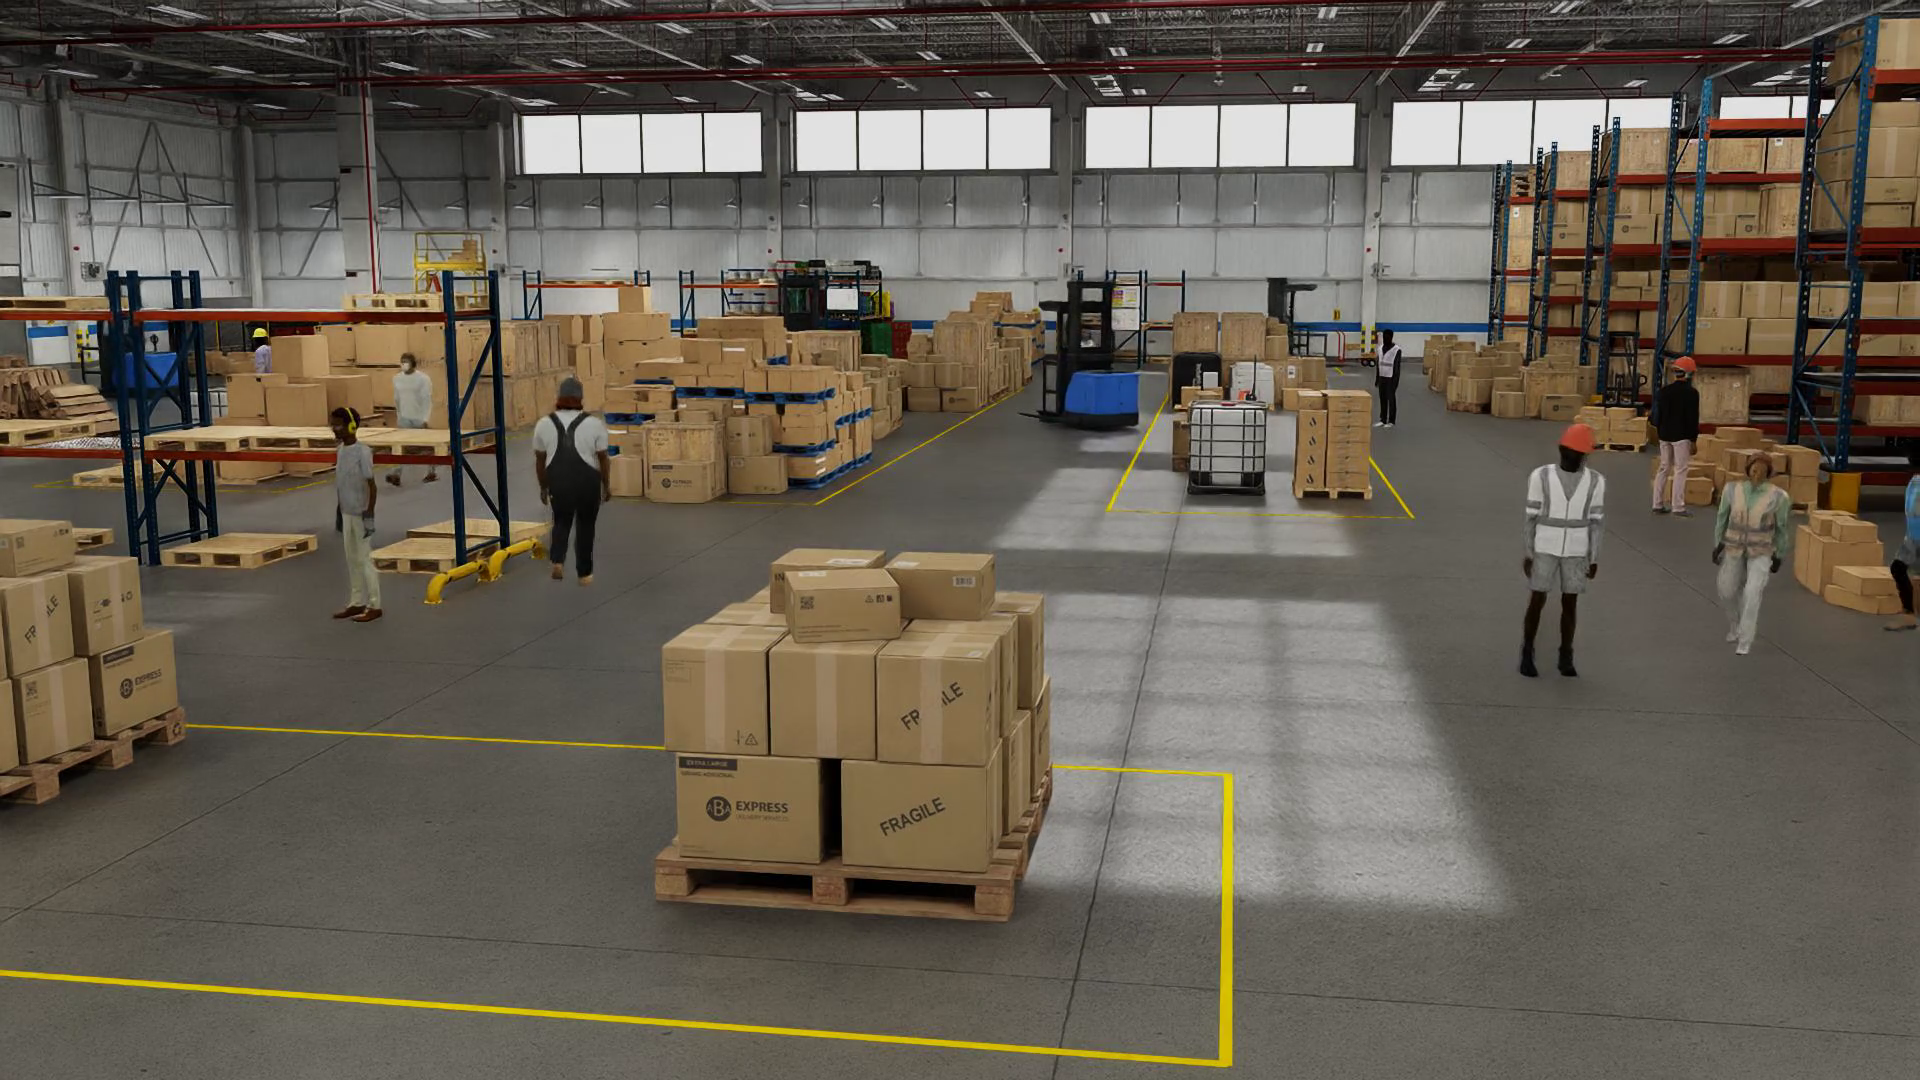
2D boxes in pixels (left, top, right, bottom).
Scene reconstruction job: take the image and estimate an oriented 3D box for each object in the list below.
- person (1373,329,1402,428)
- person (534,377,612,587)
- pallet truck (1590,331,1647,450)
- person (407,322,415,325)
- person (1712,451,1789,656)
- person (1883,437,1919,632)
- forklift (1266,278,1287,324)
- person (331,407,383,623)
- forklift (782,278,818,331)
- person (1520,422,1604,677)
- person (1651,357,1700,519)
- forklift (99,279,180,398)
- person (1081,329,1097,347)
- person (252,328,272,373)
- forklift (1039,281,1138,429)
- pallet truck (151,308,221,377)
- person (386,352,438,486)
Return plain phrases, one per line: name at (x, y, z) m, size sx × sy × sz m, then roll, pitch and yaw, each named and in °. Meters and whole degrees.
person at (8.280, -3.120, 32.150) m, size 0.397 × 1.911 × 0.587 m, roll -5°, pitch 11°, yaw -30°
person at (-3.692, -0.567, 15.995) m, size 0.693 × 2.000 × 0.538 m, roll 0°, pitch 9°, yaw 3°
pallet truck at (11.253, -2.573, 28.499) m, size 0.823 × 1.965 × 1.885 m, roll 5°, pitch 10°, yaw 27°
person at (-12.874, -4.292, 39.380) m, size 0.495 × 1.914 × 0.838 m, roll 6°, pitch 11°, yaw 31°
person at (6.239, 0.099, 13.150) m, size 0.530 × 1.619 × 0.390 m, roll 7°, pitch 12°, yaw 38°
person at (7.951, -0.022, 13.768) m, size 0.609 × 1.655 × 0.608 m, roll 2°, pitch 9°, yaw 11°
forklift at (9.117, -6.184, 48.055) m, size 1.873 × 2.768 × 1.129 m, roll 4°, pitch 10°, yaw 26°
person at (-5.234, -0.219, 14.378) m, size 0.534 × 1.868 × 0.309 m, roll 7°, pitch 12°, yaw 39°
forklift at (-4.141, -5.400, 43.219) m, size 1.129 × 2.768 × 1.873 m, roll -1°, pitch 9°, yaw -9°
person at (4.479, 0.075, 12.381) m, size 0.550 × 1.930 × 0.385 m, roll 1°, pitch 9°, yaw 8°
person at (8.841, -1.258, 20.453) m, size 0.410 × 1.984 × 0.611 m, roll -4°, pitch 10°, yaw -21°
forklift at (-19.539, -4.719, 39.020) m, size 1.873 × 2.768 × 1.129 m, roll 1°, pitch 9°, yaw 9°
person at (3.080, -4.279, 40.179) m, size 0.522 × 1.612 × 0.686 m, roll -1°, pitch 9°, yaw -4°
person at (-13.385, -3.103, 31.984) m, size 0.367 × 1.926 × 0.594 m, roll -1°, pitch 9°, yaw -4°
forklift at (2.527, -3.618, 32.230) m, size 1.129 × 2.768 × 1.873 m, roll -6°, pitch 11°, yaw -31°
pallet truck at (-21.869, -5.598, 47.154) m, size 0.823 × 1.965 × 1.885 m, roll 4°, pitch 10°, yaw 26°
person at (-7.760, -1.709, 23.538) m, size 0.650 × 1.878 × 1.062 m, roll 2°, pitch 9°, yaw 13°
